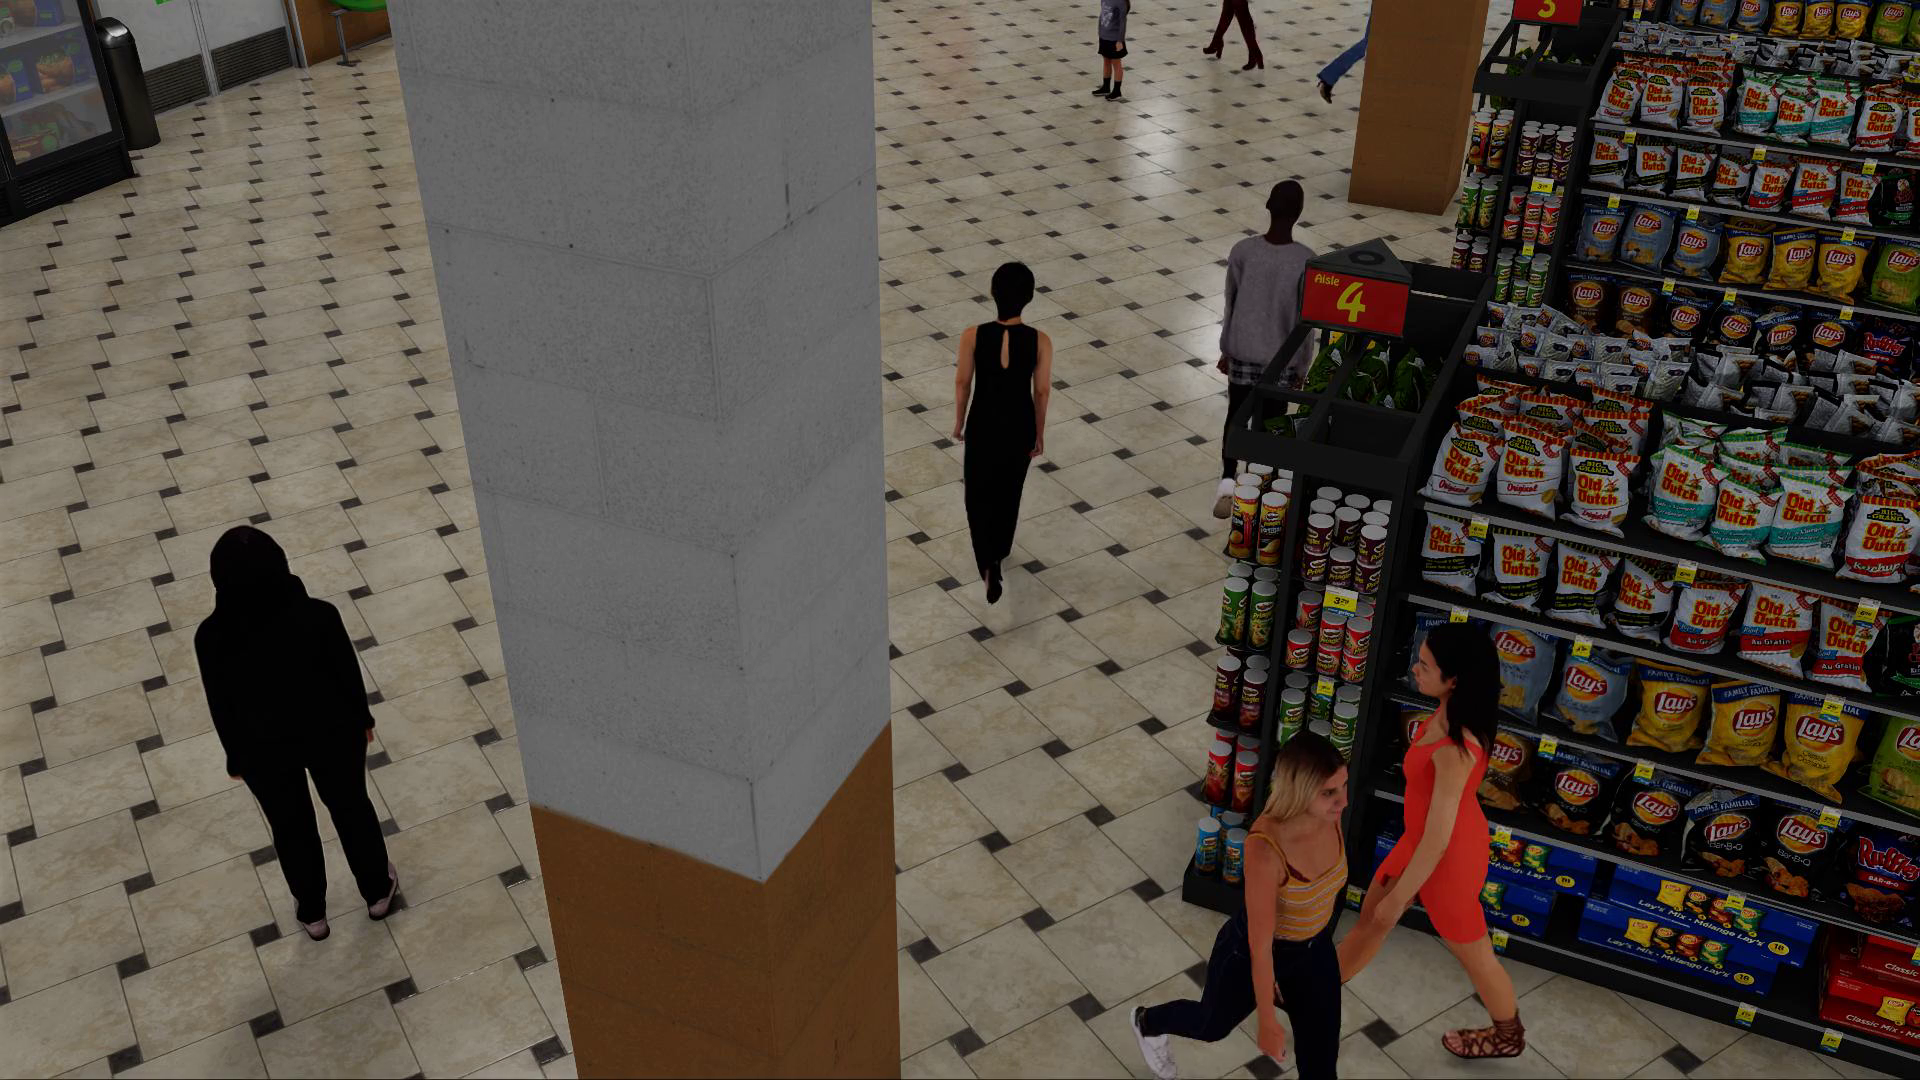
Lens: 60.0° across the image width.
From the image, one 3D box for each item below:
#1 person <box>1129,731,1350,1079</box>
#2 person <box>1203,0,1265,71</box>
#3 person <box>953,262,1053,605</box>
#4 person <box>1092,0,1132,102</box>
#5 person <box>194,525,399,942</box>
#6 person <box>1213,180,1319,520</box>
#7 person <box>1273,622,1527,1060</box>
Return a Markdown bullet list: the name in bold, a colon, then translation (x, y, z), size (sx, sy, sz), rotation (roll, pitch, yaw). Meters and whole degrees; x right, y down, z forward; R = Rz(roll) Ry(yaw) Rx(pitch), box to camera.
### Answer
- **person**: translation (0.840, 1.202, 4.855), size (0.941, 1.593, 1.212), rotation (-21, 38, -30)
- **person**: translation (2.521, -4.989, 14.736), size (0.949, 1.666, 1.165), rotation (-21, 38, -30)
- **person**: translation (0.187, -0.443, 7.512), size (0.973, 1.578, 0.925), rotation (-2, 32, -3)
- **person**: translation (1.310, -4.332, 14.208), size (0.596, 1.108, 0.508), rotation (-19, 37, -28)
- **person**: translation (-2.262, 0.677, 5.678), size (0.772, 1.614, 0.821), rotation (-14, 34, -21)
- **person**: translation (1.439, -0.855, 8.007), size (0.819, 1.757, 0.673), rotation (14, 34, 21)
- **person**: translation (1.566, 1.010, 5.099), size (1.199, 1.660, 0.797), rotation (6, 32, 9)
